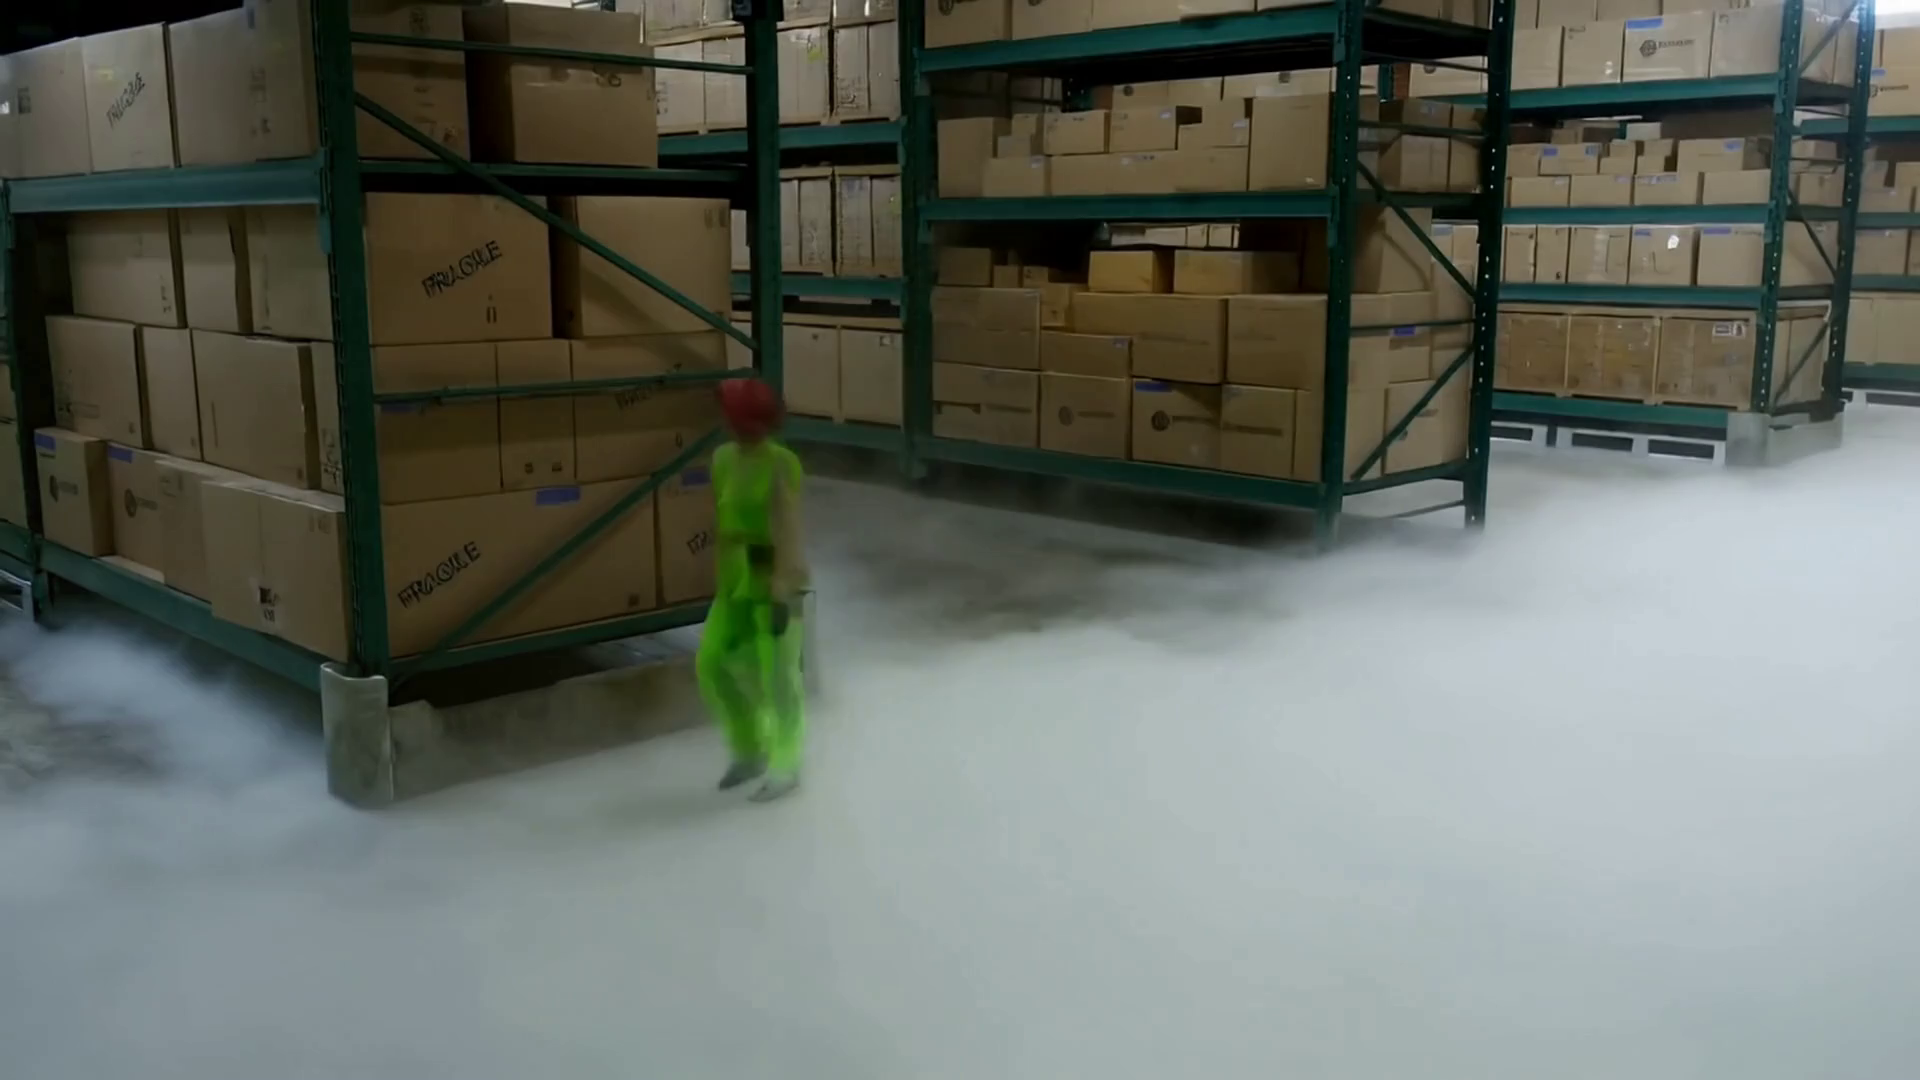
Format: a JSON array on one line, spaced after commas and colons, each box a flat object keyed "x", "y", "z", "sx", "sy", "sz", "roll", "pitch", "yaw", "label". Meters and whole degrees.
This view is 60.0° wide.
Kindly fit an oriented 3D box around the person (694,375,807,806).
[{"x": -0.766, "y": 0.201, "z": 6.186, "sx": 0.542, "sy": 1.623, "sz": 0.404, "roll": 9, "pitch": 14, "yaw": 41, "label": "person"}]
